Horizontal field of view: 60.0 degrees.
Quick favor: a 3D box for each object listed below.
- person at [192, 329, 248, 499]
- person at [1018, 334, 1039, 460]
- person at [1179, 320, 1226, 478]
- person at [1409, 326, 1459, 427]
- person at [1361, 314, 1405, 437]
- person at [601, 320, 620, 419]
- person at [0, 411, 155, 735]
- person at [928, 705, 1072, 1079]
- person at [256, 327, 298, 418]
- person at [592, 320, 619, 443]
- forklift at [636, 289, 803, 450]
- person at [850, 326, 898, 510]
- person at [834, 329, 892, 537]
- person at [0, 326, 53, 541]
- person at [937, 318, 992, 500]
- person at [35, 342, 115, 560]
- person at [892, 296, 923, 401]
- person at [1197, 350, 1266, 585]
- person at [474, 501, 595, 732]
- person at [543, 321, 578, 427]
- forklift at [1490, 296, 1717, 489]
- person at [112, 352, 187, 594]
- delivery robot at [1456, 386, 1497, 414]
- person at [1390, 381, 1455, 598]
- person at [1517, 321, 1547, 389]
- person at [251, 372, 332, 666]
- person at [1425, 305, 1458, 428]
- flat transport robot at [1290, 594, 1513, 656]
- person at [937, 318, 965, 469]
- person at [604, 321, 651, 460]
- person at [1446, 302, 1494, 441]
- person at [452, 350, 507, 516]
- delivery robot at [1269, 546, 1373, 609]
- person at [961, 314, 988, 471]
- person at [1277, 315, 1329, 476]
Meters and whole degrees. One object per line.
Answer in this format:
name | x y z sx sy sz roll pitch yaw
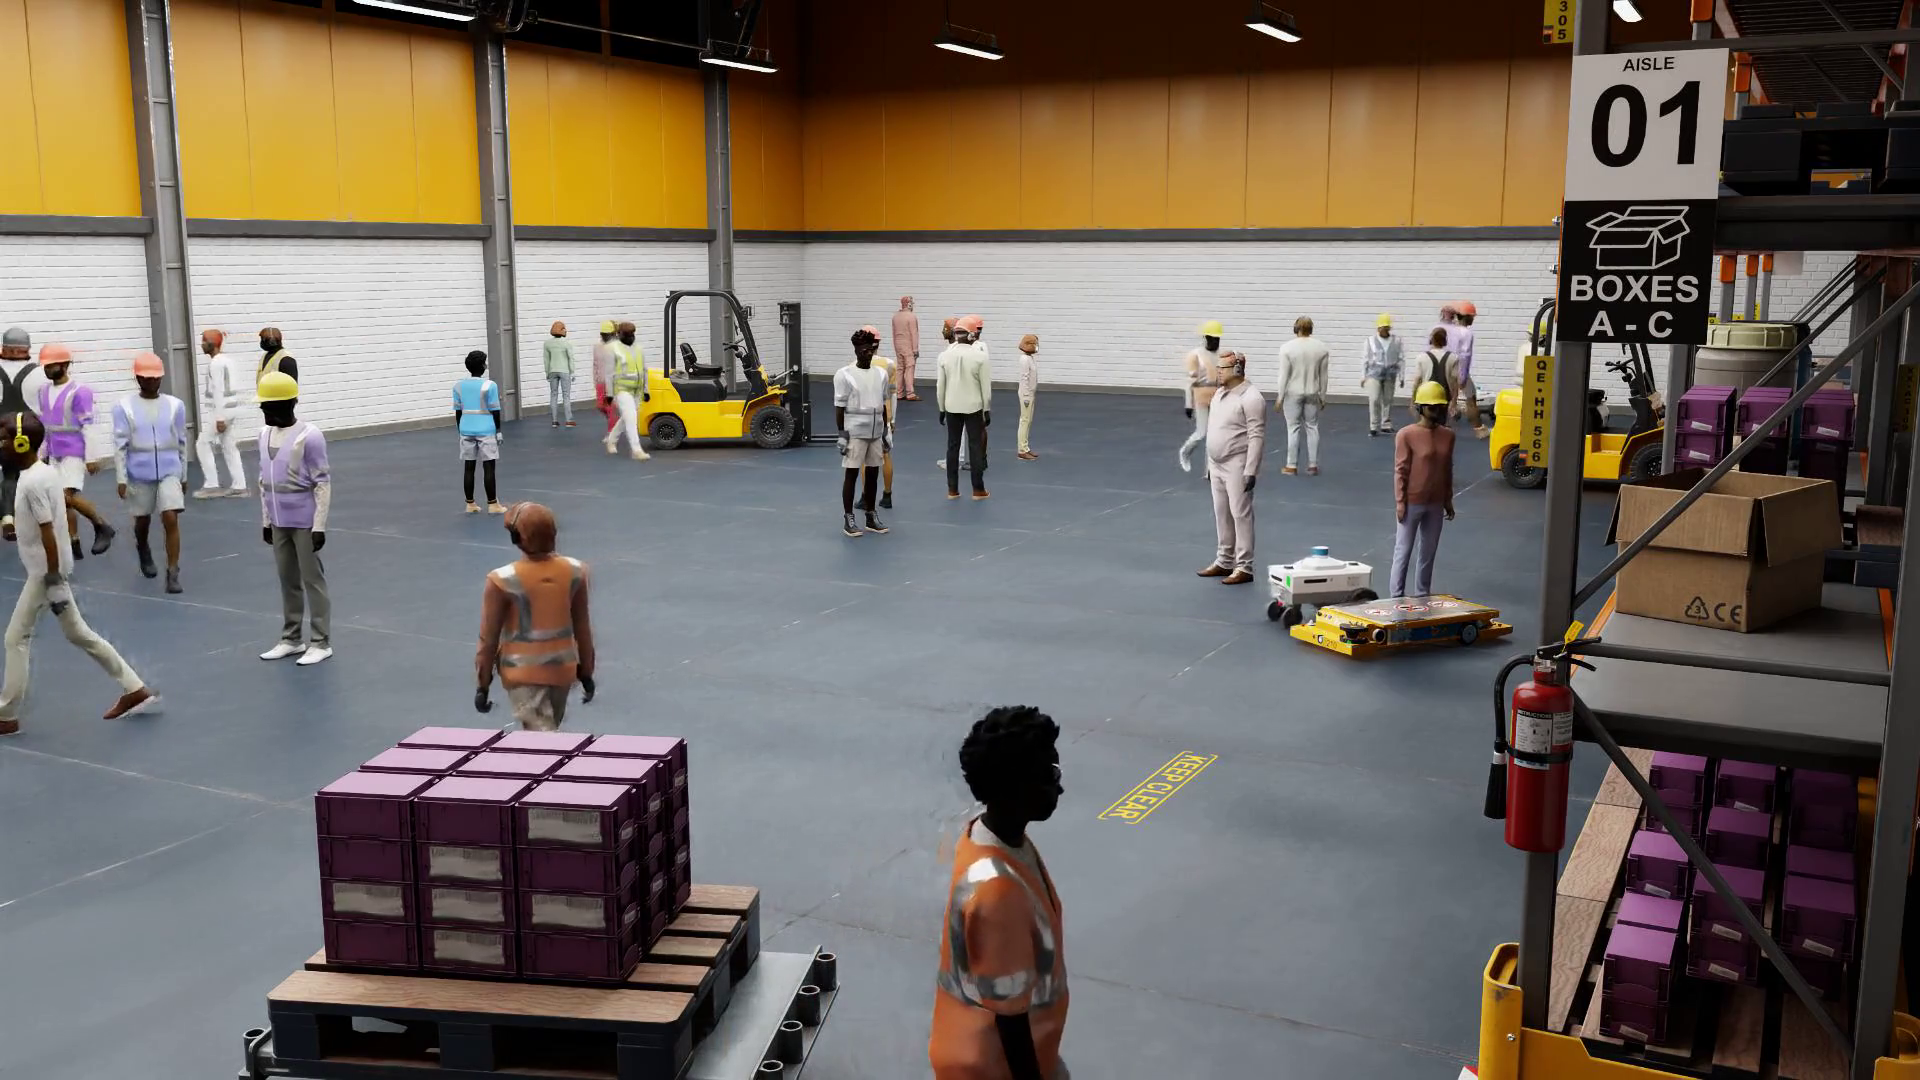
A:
person | -8.183 -1.368 18.168 0.696 1.857 0.606 -2 10 -9
person | 0.897 -1.871 21.740 0.269 1.631 0.509 2 10 11
person | 2.927 -1.669 19.806 0.590 1.905 0.643 -5 11 -25
person | 5.611 -1.607 19.674 0.535 1.829 0.485 1 10 4
person | 6.222 -2.415 24.459 0.630 1.800 0.569 0 10 2
person | -5.600 -2.794 27.142 0.510 1.614 0.677 6 12 33
person | -5.112 0.174 9.362 0.972 1.829 0.545 -4 11 -23
person | 0.146 1.197 3.827 0.499 1.673 0.546 1 10 5
person | -7.875 -1.534 19.196 0.624 1.841 0.430 9 13 41
person | -4.978 -2.269 23.726 0.522 1.748 0.526 4 10 20
forklift | -3.358 -2.392 23.136 2.313 2.155 1.214 -1 10 -5
person | -0.926 -1.275 17.439 0.543 1.928 0.370 -5 11 -27
person | -0.919 -1.023 15.868 0.613 1.965 0.361 -8 13 -39
person | -8.602 -0.966 15.324 0.691 2.000 0.549 -2 10 -13
person | 0.056 -1.428 18.162 0.610 1.984 0.400 3 10 18
person | -7.764 -0.763 14.481 0.553 1.922 0.451 4 11 24
person | -0.949 -3.477 30.245 0.404 1.910 0.636 -8 13 -38
person | 2.201 -0.596 13.569 0.402 1.906 0.652 -4 11 -23
person | -1.913 0.616 7.448 0.853 1.588 0.533 8 13 40
person | -6.201 -2.570 25.785 0.499 1.634 0.285 2 10 13
forklift | 7.296 -1.677 18.993 2.313 2.155 1.214 5 11 27
person | -6.482 -0.557 13.351 0.552 1.914 0.875 -6 12 -33
delivery robot | 8.289 -2.233 26.682 0.707 0.478 0.477 -7 12 -34
person | 3.372 -0.267 12.069 0.523 1.769 0.323 -4 11 -23
person | 7.391 -1.912 21.440 0.404 1.819 0.603 -2 10 -10
person | -4.366 -0.140 10.879 0.589 1.924 0.384 6 11 29
person | 7.361 -2.603 25.228 0.650 1.897 0.497 -1 10 -5
flat transport robot | 3.067 0.573 11.533 1.431 0.197 0.652 -5 11 -26
person | -0.091 -1.827 20.771 0.355 1.882 0.575 -2 10 -9
person | -4.415 -1.971 21.821 0.879 1.809 0.627 7 12 33
person | 7.187 -2.381 23.658 1.030 1.991 0.614 -3 10 -18
person | -4.927 -1.092 17.045 0.530 1.697 0.322 3 10 17
delivery robot | 2.617 0.290 12.080 0.707 0.478 0.477 -3 10 -15
person | 0.162 -1.819 20.593 0.382 1.923 0.551 2 10 11
person | 4.138 -1.743 20.113 0.635 1.937 0.356 -2 10 -12
